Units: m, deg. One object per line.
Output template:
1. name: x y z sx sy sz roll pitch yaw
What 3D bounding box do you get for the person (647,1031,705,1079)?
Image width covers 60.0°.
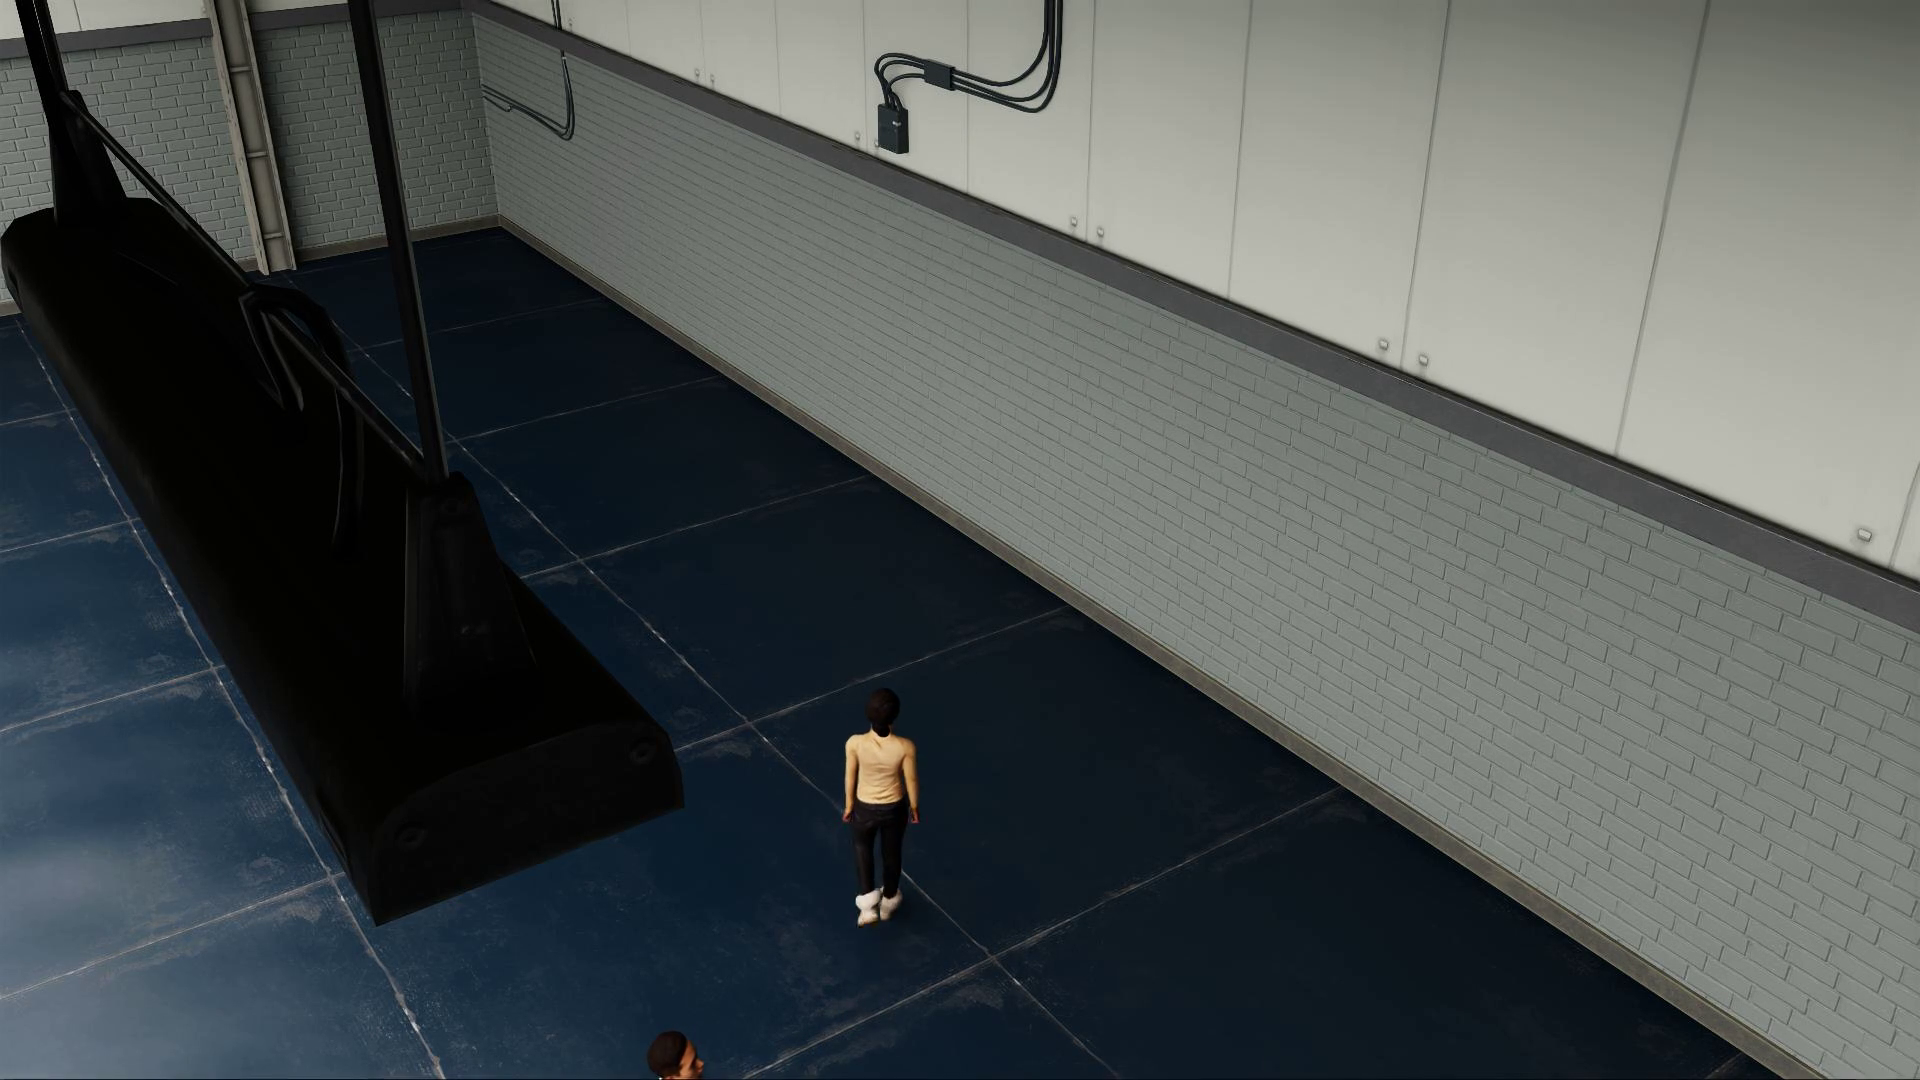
1. person: -1.184 2.849 7.266 0.693 1.804 0.716 -4 28 -8

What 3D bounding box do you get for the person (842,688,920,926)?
1. person: -0.473 1.612 9.749 0.848 1.654 0.890 1 28 1
